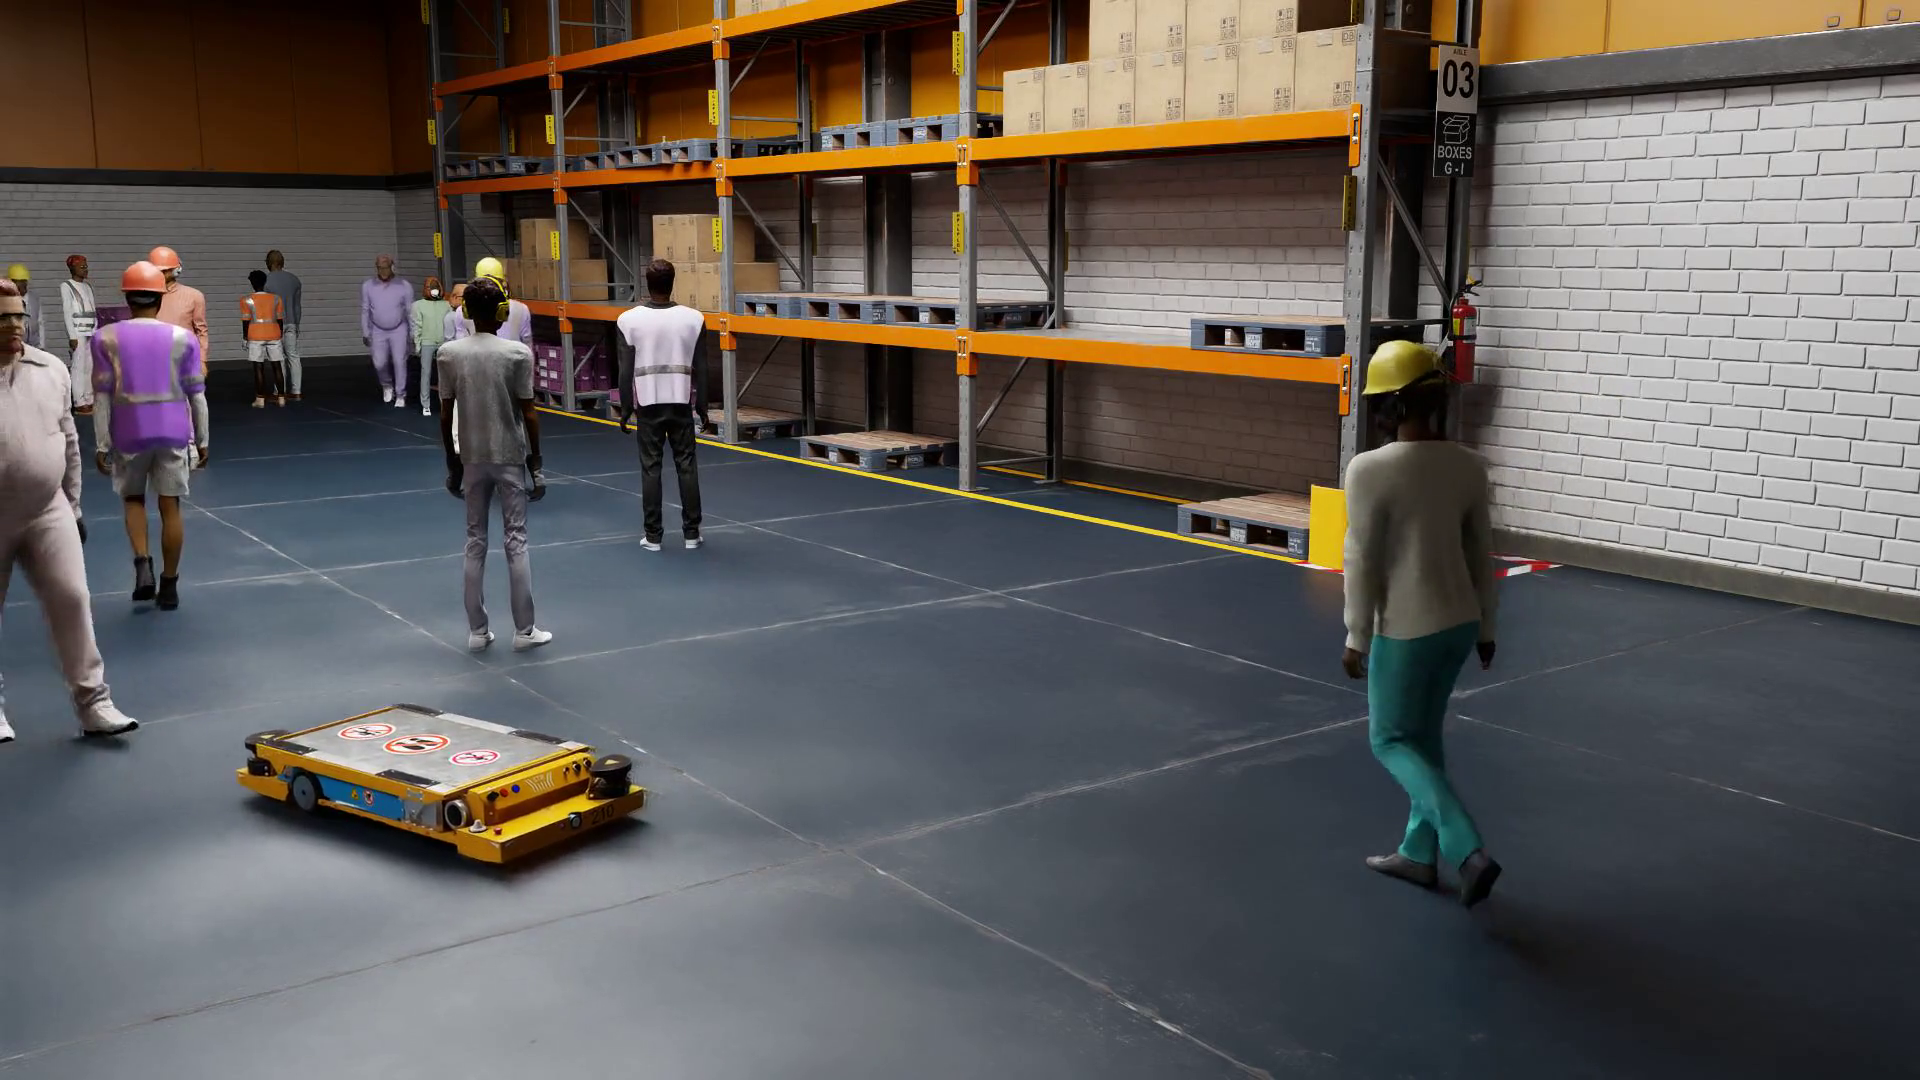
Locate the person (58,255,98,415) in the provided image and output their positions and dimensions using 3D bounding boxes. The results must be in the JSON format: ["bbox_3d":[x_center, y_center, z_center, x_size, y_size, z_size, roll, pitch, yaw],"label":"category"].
[{"bbox_3d":[-10.421,-2.433,19.761,0.355,1.883,0.575,0,10,0],"label":"person"}]

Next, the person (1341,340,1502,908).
[{"bbox_3d":[1.435,0.271,5.019,0.540,1.733,0.643,-6,12,-31],"label":"person"}]

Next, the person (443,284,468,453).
[{"bbox_3d":[-4.798,-1.664,16.151,0.266,1.632,0.509,4,11,21],"label":"person"}]

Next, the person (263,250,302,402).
[{"bbox_3d":[-8.686,-2.725,21.242,0.372,1.940,0.630,5,11,27],"label":"person"}]

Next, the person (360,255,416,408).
[{"bbox_3d":[-7.068,-2.585,20.614,0.685,1.886,0.510,-2,10,-9],"label":"person"}]

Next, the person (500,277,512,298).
[{"bbox_3d":[-5.407,-2.280,19.627,0.497,1.628,0.276,-9,13,-41],"label":"person"}]

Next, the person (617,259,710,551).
[{"bbox_3d":[-1.947,-0.883,10.977,0.594,1.917,0.373,-3,11,-16],"label":"person"}]

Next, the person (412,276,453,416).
[{"bbox_3d":[-6.186,-2.281,19.610,0.498,1.632,0.279,-8,13,-37],"label":"person"}]

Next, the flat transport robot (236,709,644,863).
[{"bbox_3d":[-1.884,0.835,5.972,1.431,0.197,0.652,7,12,33],"label":"flat transport robot"}]

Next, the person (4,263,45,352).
[{"bbox_3d":[-10.798,-2.260,19.013,0.694,1.803,0.612,6,12,30],"label":"person"}]

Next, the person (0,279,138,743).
[{"bbox_3d":[-3.733,-0.087,6.634,0.865,1.873,0.661,7,12,33],"label":"person"}]

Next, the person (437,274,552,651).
[{"bbox_3d":[-2.307,-0.372,8.251,0.513,1.872,0.328,1,10,4],"label":"person"}]

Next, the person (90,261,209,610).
[{"bbox_3d":[-4.466,-0.571,9.210,0.579,1.920,0.425,-5,11,-25],"label":"person"}]

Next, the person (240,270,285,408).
[{"bbox_3d":[-8.592,-2.452,20.521,0.533,1.650,0.319,-9,14,-42],"label":"person"}]

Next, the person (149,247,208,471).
[{"bbox_3d":[-7.014,-1.599,14.797,0.608,1.987,0.391,-2,10,-12],"label":"person"}]

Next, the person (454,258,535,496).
[{"bbox_3d":[-3.698,-1.280,13.255,0.597,1.901,0.747,-3,11,-16],"label":"person"}]
